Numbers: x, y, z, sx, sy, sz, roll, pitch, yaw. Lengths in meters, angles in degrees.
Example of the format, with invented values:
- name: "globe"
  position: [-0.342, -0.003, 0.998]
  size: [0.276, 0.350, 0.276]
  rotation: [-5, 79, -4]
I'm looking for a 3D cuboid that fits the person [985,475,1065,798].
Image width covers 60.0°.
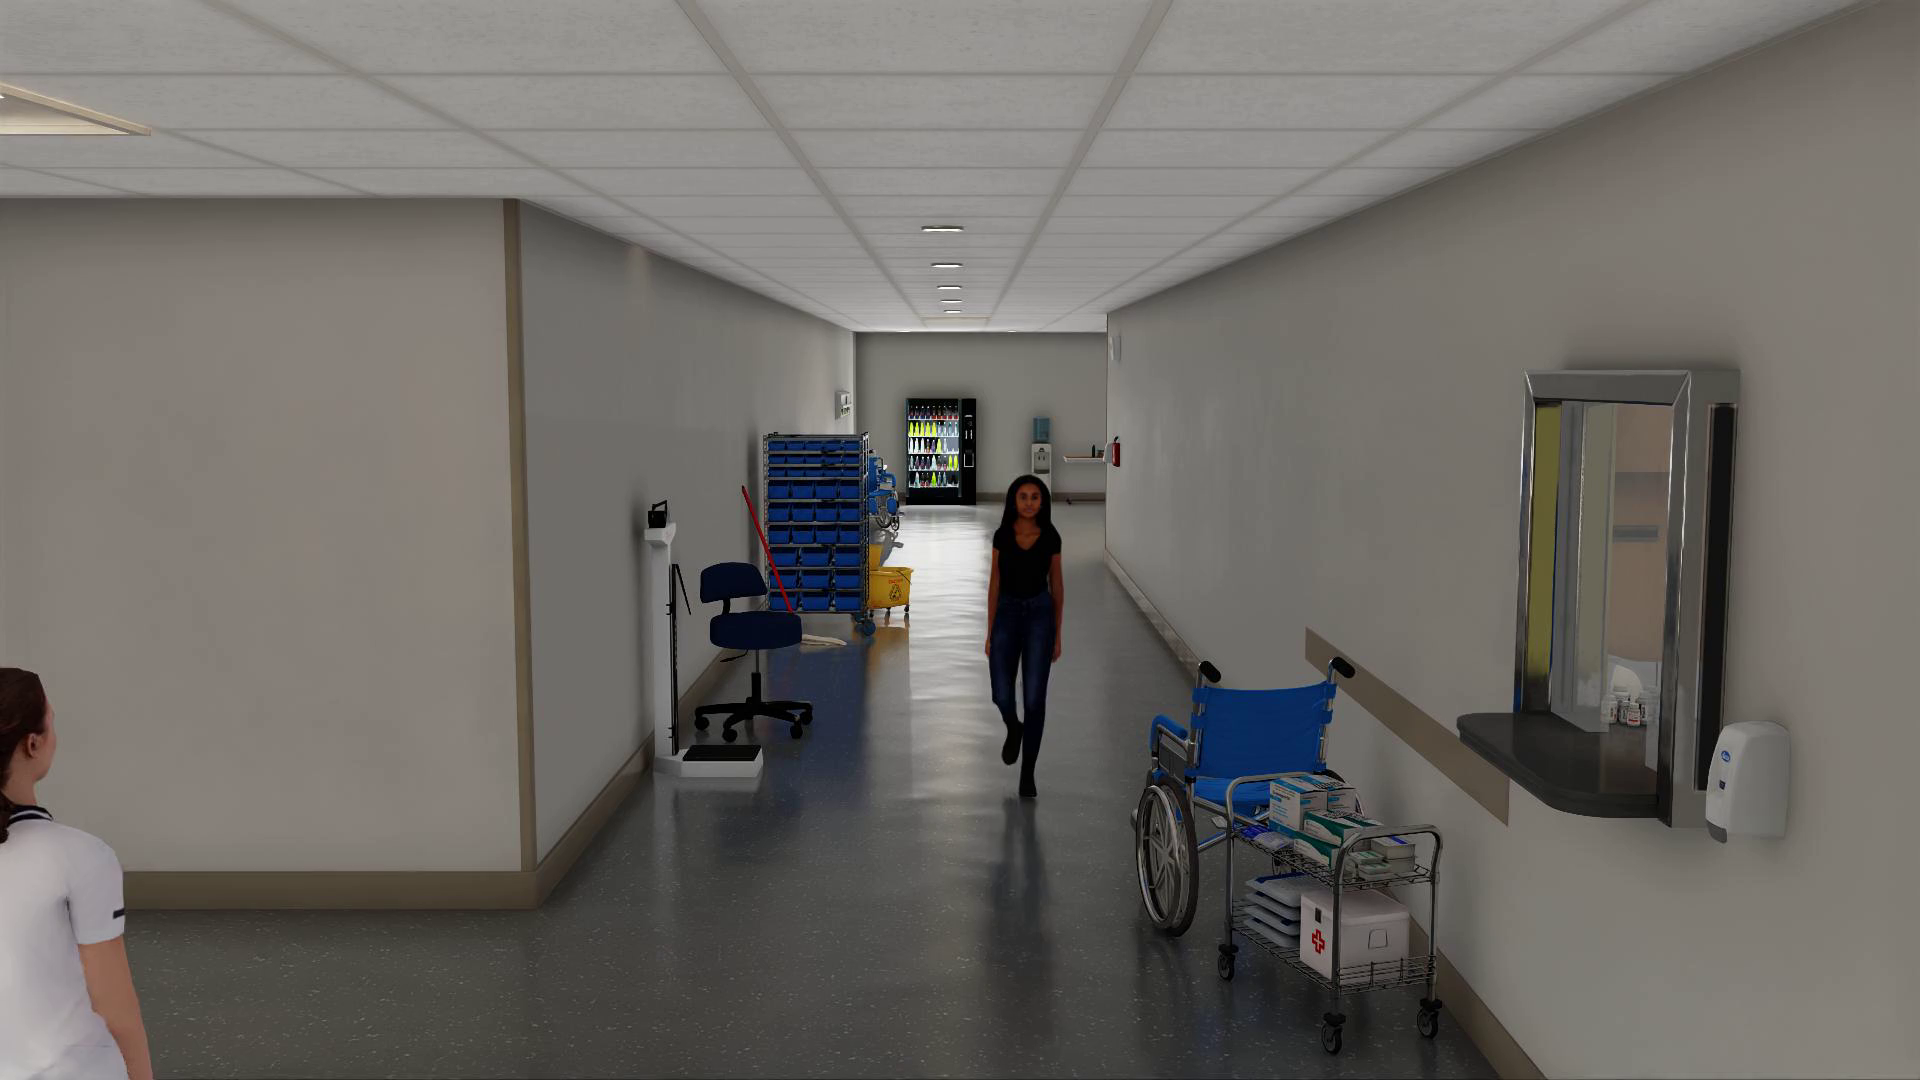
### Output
- name: "person"
  position: [0.342, 0.506, 9.067]
  size: [0.763, 1.727, 0.637]
  rotation: [0, 6, 1]
